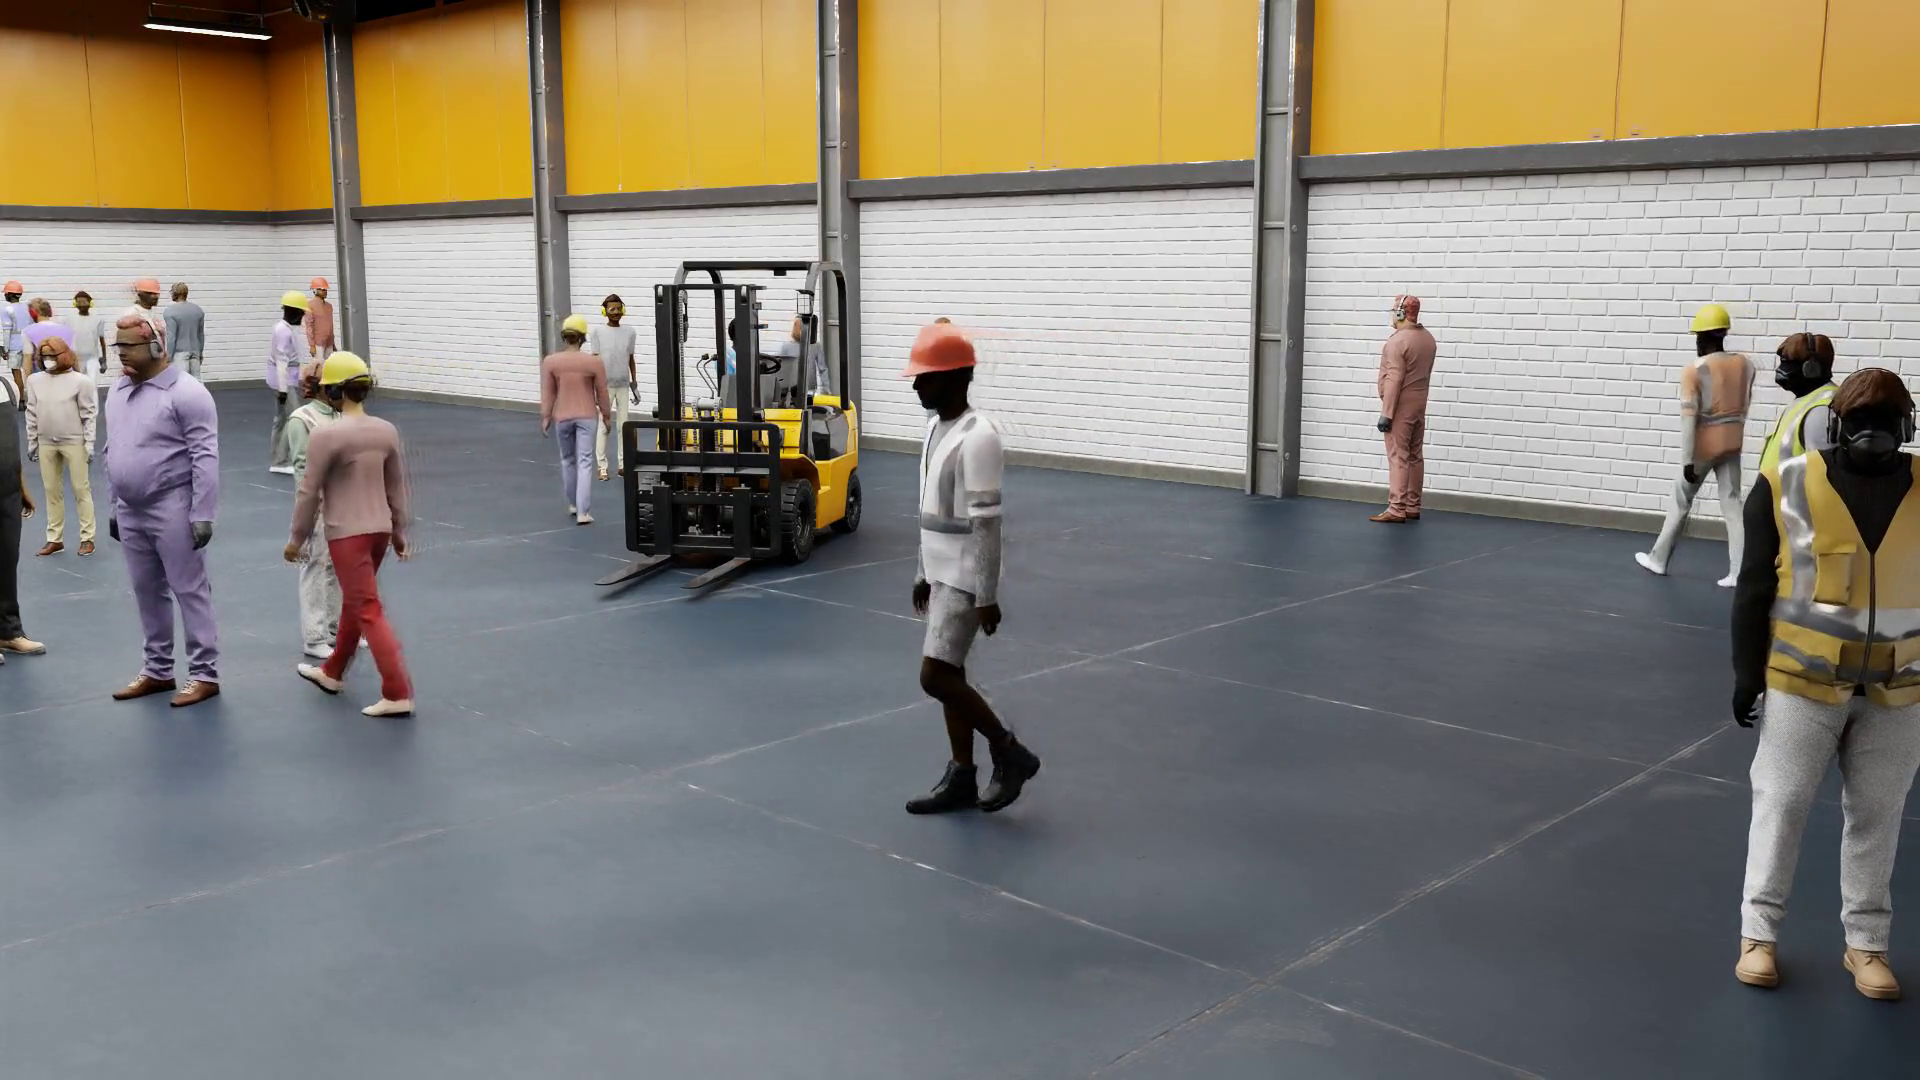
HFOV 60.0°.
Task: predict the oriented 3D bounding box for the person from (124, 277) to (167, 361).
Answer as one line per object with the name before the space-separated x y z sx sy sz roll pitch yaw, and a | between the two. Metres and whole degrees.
person | -9.580 -2.091 19.678 0.508 2.020 0.638 0 9 1

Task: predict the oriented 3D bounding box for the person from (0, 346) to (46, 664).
person | -5.231 -0.252 8.957 0.328 1.844 0.511 3 10 16

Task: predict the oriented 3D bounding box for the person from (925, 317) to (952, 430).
person | -0.197 -1.488 17.217 0.502 1.629 0.289 7 11 36

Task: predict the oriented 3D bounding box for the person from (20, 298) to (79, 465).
person | -9.631 -1.649 17.613 0.457 1.819 0.602 4 10 24

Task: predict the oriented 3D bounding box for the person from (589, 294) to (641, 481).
person | -3.470 -1.535 16.743 0.519 1.874 0.331 -6 11 -32

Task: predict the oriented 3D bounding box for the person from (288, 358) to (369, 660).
person | -3.467 -0.176 9.124 0.310 1.636 0.522 2 10 13

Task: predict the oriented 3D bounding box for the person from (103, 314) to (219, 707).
person | -3.911 -0.140 8.090 0.651 1.904 0.403 4 10 23

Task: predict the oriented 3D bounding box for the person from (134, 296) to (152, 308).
person | -13.275 -3.167 27.162 0.489 1.739 0.316 3 10 16

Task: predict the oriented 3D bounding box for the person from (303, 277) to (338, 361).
person | -9.657 -2.974 25.188 0.382 1.994 0.613 2 10 13

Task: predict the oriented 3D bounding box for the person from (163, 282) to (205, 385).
person | -10.649 -2.565 22.847 0.365 1.939 0.636 4 10 21

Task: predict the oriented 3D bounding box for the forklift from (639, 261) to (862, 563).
forklift | -1.552 -1.040 12.721 1.214 2.155 2.313 2 9 11

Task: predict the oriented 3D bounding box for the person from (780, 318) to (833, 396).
person | -1.676 -1.618 18.094 0.513 1.588 0.840 -5 11 -29

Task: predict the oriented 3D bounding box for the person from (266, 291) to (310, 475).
person | -6.932 -1.618 17.179 0.488 1.899 0.619 -4 10 -26

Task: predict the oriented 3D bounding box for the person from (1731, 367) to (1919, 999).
person | 2.585 0.420 4.848 0.633 1.841 0.429 3 10 16

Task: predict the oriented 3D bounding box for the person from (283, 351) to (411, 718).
person | -2.945 -0.026 7.926 0.766 1.739 0.536 4 10 21

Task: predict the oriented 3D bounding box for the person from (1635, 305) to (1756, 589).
person | 5.021 -0.631 11.190 0.600 1.877 0.957 -2 9 -13

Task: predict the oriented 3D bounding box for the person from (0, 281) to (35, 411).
person | -14.048 -2.887 24.814 0.340 1.941 0.551 3 10 20

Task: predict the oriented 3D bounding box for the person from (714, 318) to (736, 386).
person | -1.981 -1.146 14.903 0.319 1.693 0.532 5 10 26

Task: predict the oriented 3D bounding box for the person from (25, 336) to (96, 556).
person | -6.647 -0.694 12.308 0.499 1.634 0.279 0 9 -1

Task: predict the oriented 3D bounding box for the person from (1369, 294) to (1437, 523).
person | 3.694 -1.093 13.924 0.410 1.908 0.642 8 12 42

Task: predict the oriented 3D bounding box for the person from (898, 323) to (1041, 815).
person | -0.017 0.134 6.378 0.451 1.920 0.551 -3 10 -16

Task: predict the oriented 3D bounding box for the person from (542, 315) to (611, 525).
person | -3.208 -1.016 14.012 0.550 1.730 0.808 0 9 0

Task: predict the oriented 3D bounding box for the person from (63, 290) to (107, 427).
person | -11.814 -2.449 22.489 0.513 1.842 0.863 -3 10 -20

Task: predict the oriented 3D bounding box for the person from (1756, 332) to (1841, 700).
person | 3.989 -0.062 7.868 0.431 1.831 0.644 3 10 18
